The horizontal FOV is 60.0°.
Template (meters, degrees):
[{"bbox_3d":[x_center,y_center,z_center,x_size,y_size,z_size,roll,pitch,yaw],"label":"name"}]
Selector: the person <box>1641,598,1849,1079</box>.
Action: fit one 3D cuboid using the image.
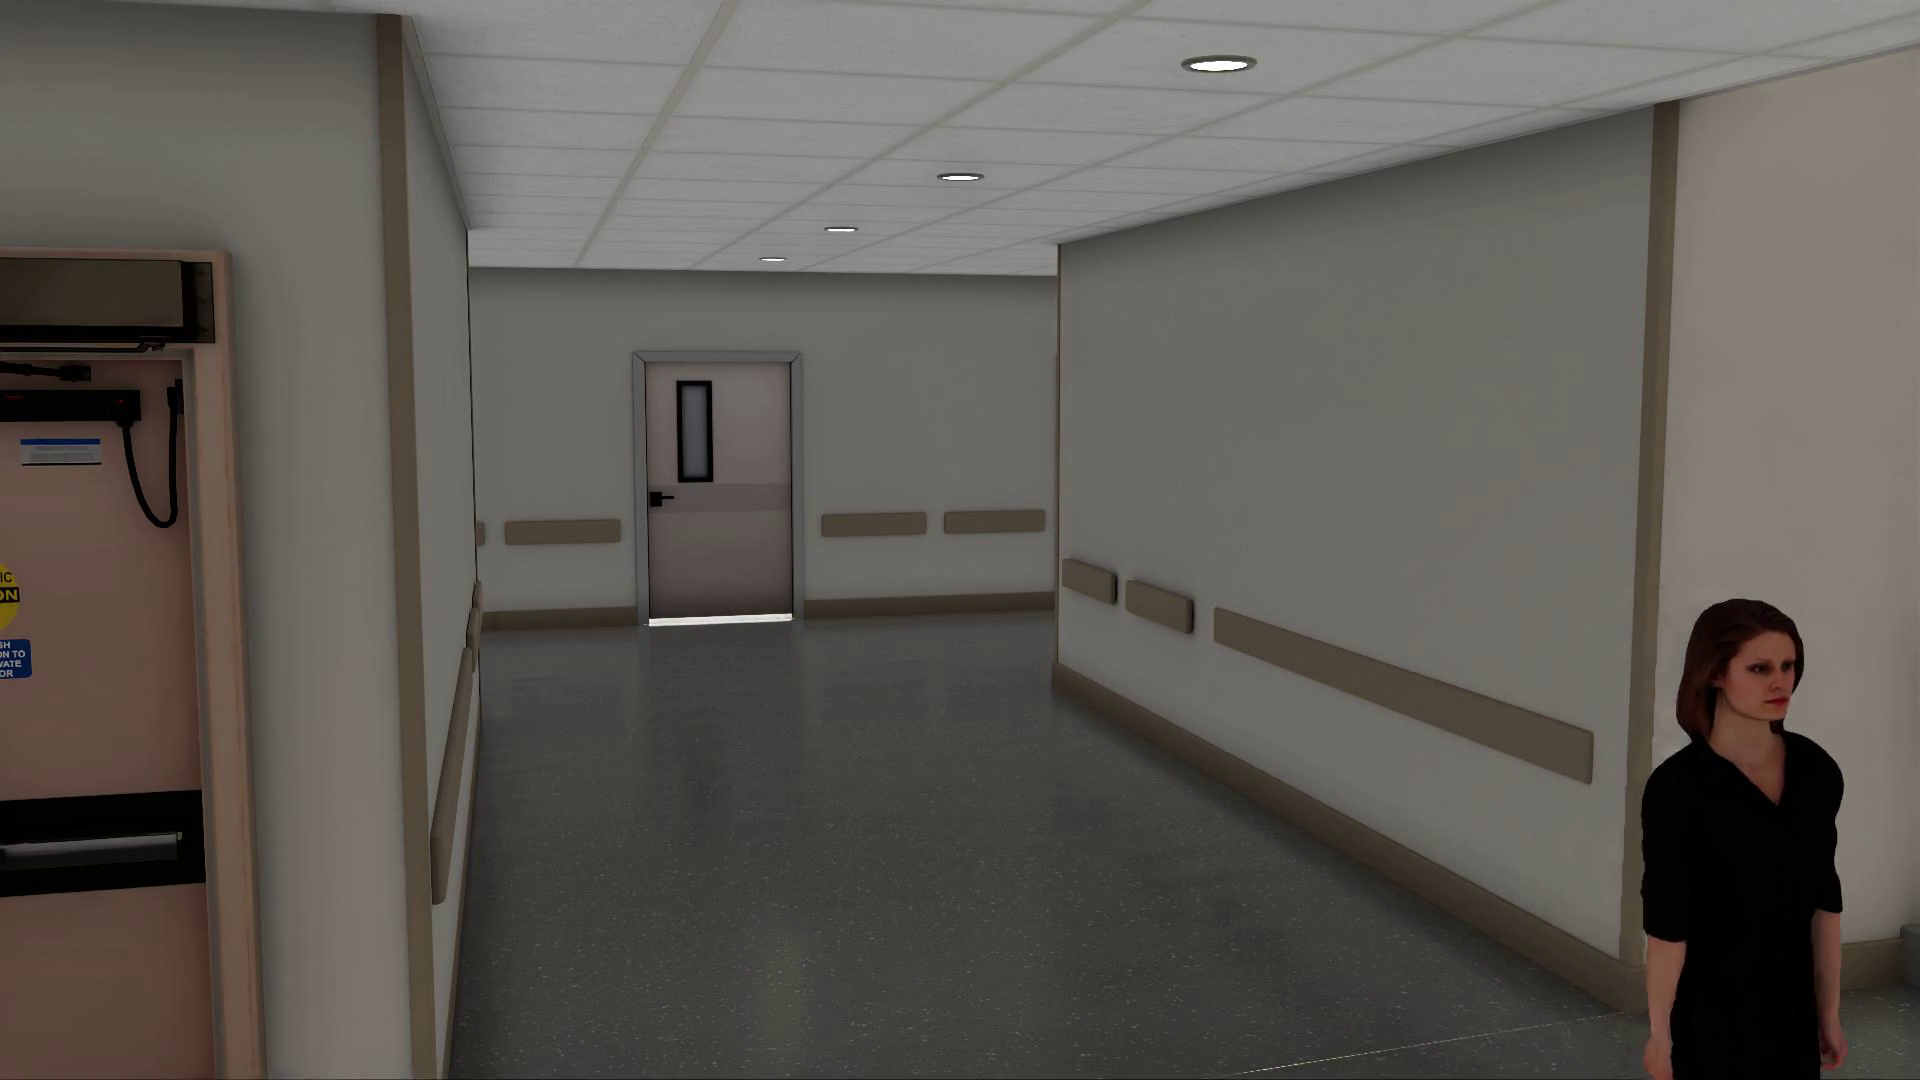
[{"bbox_3d":[1.502,0.952,3.348,0.818,1.691,0.676,-2,6,-18],"label":"person"}]
